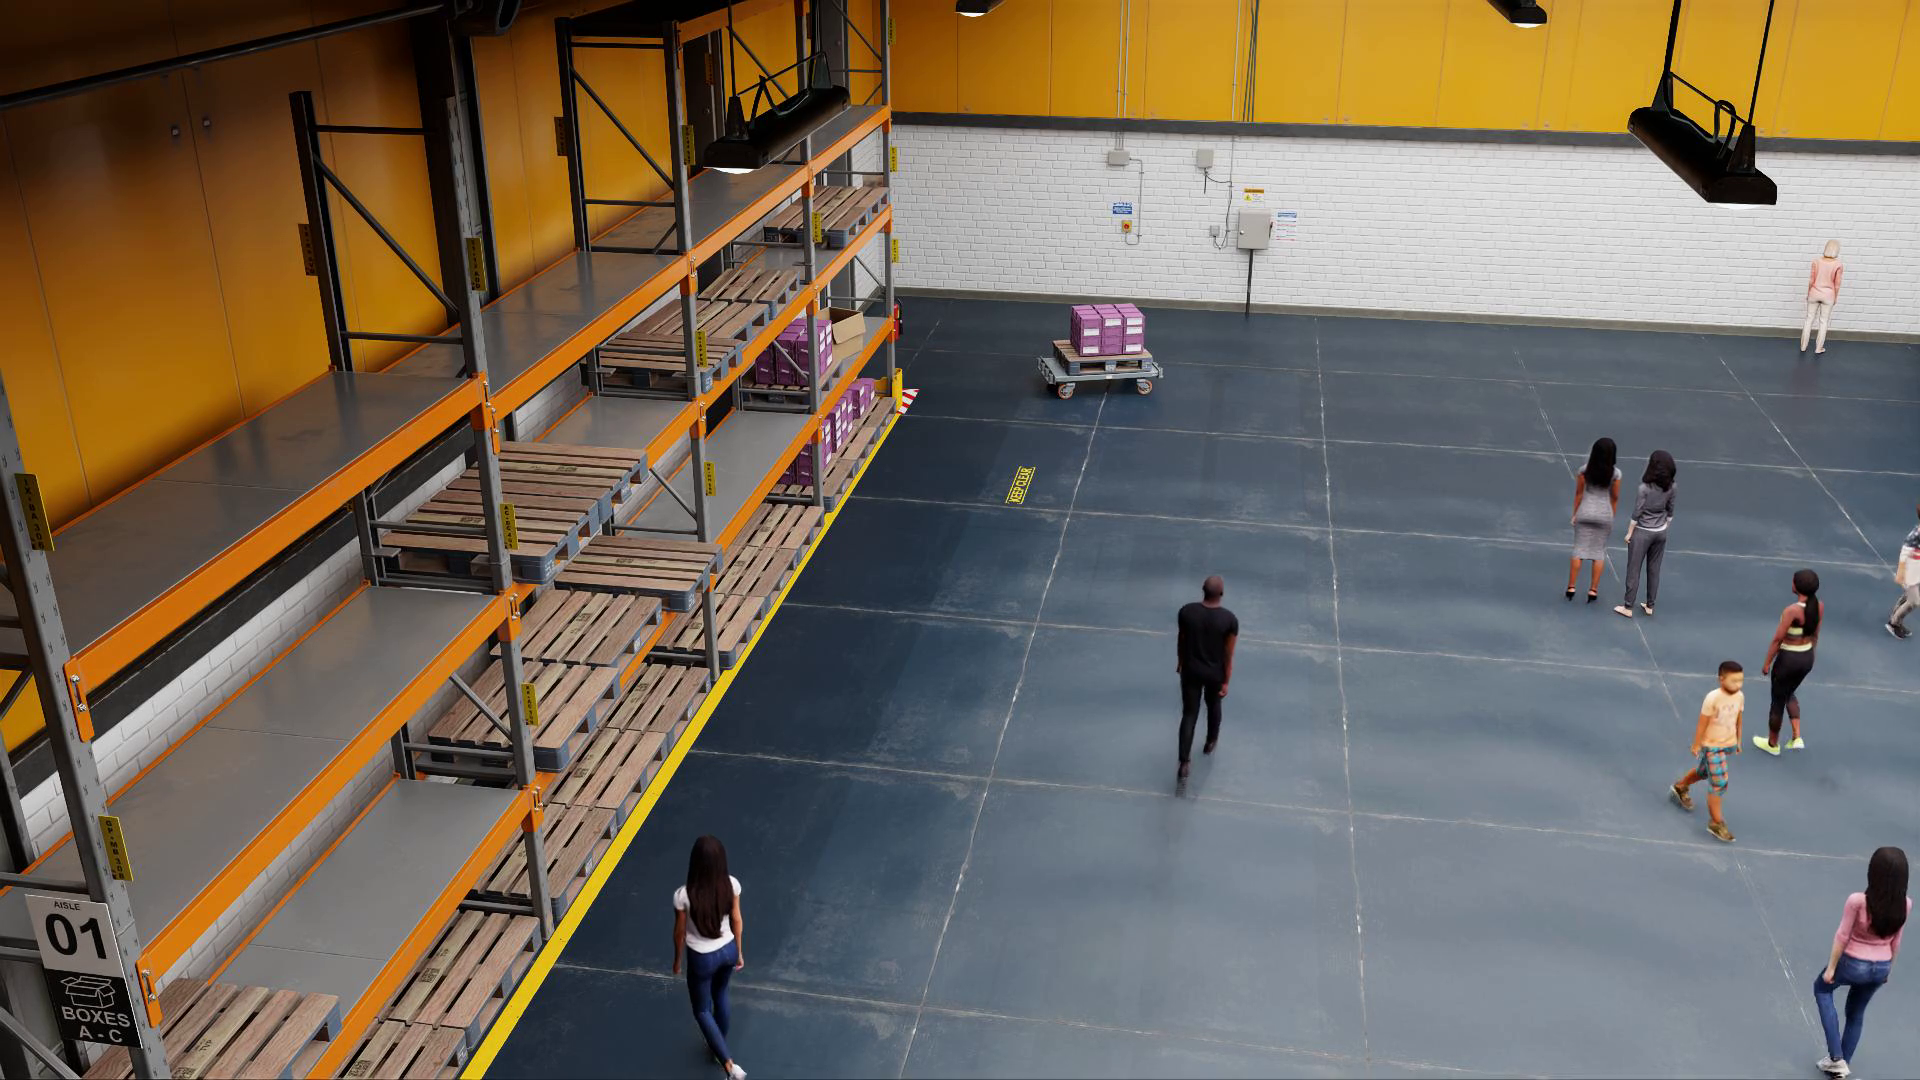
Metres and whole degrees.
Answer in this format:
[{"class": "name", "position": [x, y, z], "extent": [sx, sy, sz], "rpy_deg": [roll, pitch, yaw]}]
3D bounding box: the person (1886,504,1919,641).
[{"class": "person", "position": [9.331, 0.271, 16.369], "extent": [0.631, 1.428, 0.687], "rpy_deg": [-15, 28, -30]}]

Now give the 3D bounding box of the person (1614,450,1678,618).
[{"class": "person", "position": [6.925, -0.063, 16.713], "extent": [0.656, 1.764, 0.620], "rpy_deg": [-4, 24, -8]}]

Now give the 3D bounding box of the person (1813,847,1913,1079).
[{"class": "person", "position": [5.657, 2.717, 10.393], "extent": [0.629, 1.732, 0.652], "rpy_deg": [1, 24, 2]}]

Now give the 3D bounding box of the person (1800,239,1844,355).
[{"class": "person", "position": [12.979, -3.684, 25.046], "extent": [0.678, 1.724, 0.677], "rpy_deg": [17, 29, 34]}]

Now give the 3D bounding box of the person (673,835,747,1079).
[{"class": "person", "position": [-1.526, 2.687, 10.433], "extent": [0.985, 1.755, 1.072], "rpy_deg": [-13, 27, -28]}]

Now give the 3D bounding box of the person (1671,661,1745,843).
[{"class": "person", "position": [5.999, 1.606, 13.301], "extent": [0.872, 1.438, 1.035], "rpy_deg": [-10, 25, -21]}]

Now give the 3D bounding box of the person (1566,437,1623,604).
[{"class": "person", "position": [6.488, -0.201, 17.009], "extent": [0.632, 1.779, 0.625], "rpy_deg": [12, 26, 25]}]

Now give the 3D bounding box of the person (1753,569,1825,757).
[{"class": "person", "position": [7.119, 1.088, 14.102], "extent": [0.733, 1.747, 0.801], "rpy_deg": [-6, 24, -15]}]

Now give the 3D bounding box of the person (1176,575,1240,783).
[{"class": "person", "position": [1.991, 1.179, 13.853], "extent": [0.779, 1.778, 1.239], "rpy_deg": [7, 25, 16]}]
